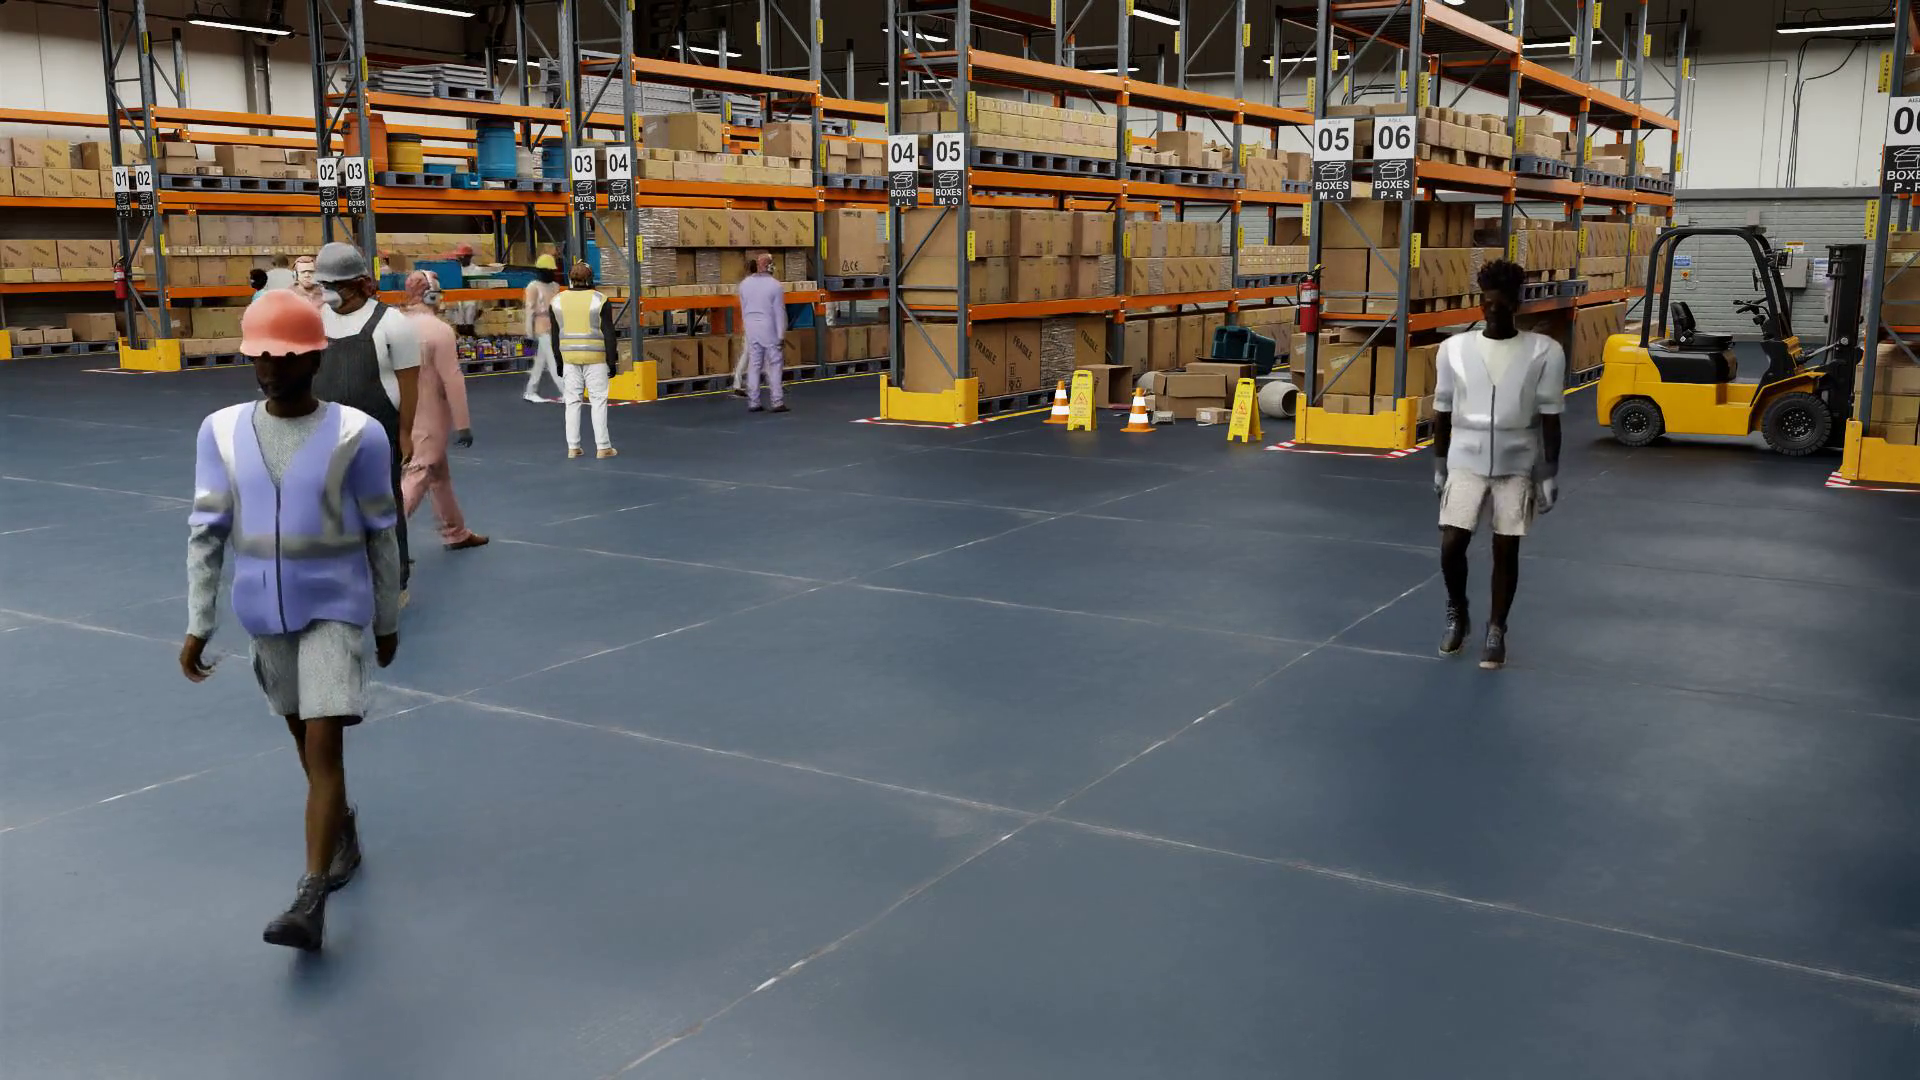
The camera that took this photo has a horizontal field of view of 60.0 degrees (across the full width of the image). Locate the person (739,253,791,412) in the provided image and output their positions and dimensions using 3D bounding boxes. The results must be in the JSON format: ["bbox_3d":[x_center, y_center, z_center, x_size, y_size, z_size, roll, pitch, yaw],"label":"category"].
[{"bbox_3d":[-2.329,-2.472,19.922,0.662,1.900,0.429,5,11,27],"label":"person"}]

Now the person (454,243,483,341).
[{"bbox_3d":[-8.153,-3.926,27.705,0.626,2.029,0.575,6,12,30],"label":"person"}]

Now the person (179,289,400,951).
[{"bbox_3d":[-1.964,0.219,4.886,0.554,1.881,0.994,0,10,0],"label":"person"}]

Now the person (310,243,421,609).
[{"bbox_3d":[-3.326,-0.609,9.101,0.685,2.000,0.535,1,10,6],"label":"person"}]

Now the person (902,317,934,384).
[{"bbox_3d":[-0.713,-3.188,24.036,0.595,1.875,1.002,9,13,40],"label":"person"}]

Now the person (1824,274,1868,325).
[{"bbox_3d":[14.018,-3.610,26.329,0.601,1.893,0.876,5,11,24],"label":"person"}]

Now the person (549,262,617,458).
[{"bbox_3d":[-3.527,-1.686,15.690,0.631,1.843,0.429,1,10,8],"label":"person"}]

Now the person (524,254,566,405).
[{"bbox_3d":[-5.151,-2.634,20.894,0.980,1.874,0.604,4,11,23],"label":"person"}]

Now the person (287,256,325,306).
[{"bbox_3d":[-5.786,-1.570,14.860,0.642,1.909,0.408,-6,12,-30],"label":"person"}]

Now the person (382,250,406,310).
[{"bbox_3d":[-11.568,-4.938,33.802,0.570,1.886,1.007,8,13,40],"label":"person"}]

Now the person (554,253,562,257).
[{"bbox_3d":[-7.671,-4.607,32.064,0.603,1.830,0.976,5,11,26],"label":"person"}]

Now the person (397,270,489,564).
[{"bbox_3d":[-3.440,-0.790,10.634,0.664,1.864,0.994,7,12,34],"label":"person"}]

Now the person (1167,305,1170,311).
[{"bbox_3d":[4.403,-5.332,35.911,0.805,1.907,0.635,2,10,13],"label":"person"}]

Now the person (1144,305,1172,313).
[{"bbox_3d":[3.497,-4.125,29.304,0.562,1.855,0.396,7,12,33],"label":"person"}]

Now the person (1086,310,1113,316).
[{"bbox_3d":[2.433,-4.000,28.836,0.616,1.793,0.996,9,13,40],"label":"person"}]

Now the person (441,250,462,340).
[{"bbox_3d":[-8.703,-4.090,28.998,0.568,1.891,0.931,3,11,18],"label":"person"}]

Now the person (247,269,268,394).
[{"bbox_3d":[-9.373,-2.792,22.320,0.381,1.680,0.551,-2,10,-10],"label":"person"}]

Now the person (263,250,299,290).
[{"bbox_3d":[-9.851,-3.253,24.244,0.640,1.923,0.632,-4,11,-19],"label":"person"}]

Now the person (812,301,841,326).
[{"bbox_3d":[-2.260,-3.939,28.192,0.572,1.883,0.355,6,12,32],"label":"person"}]

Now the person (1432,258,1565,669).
[{"bbox_3d":[2.537,-0.348,7.901,0.611,1.952,0.425,4,11,22],"label":"person"}]

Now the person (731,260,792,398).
[{"bbox_3d":[-2.666,-2.783,21.910,0.542,1.822,0.965,10,14,43],"label":"person"}]
